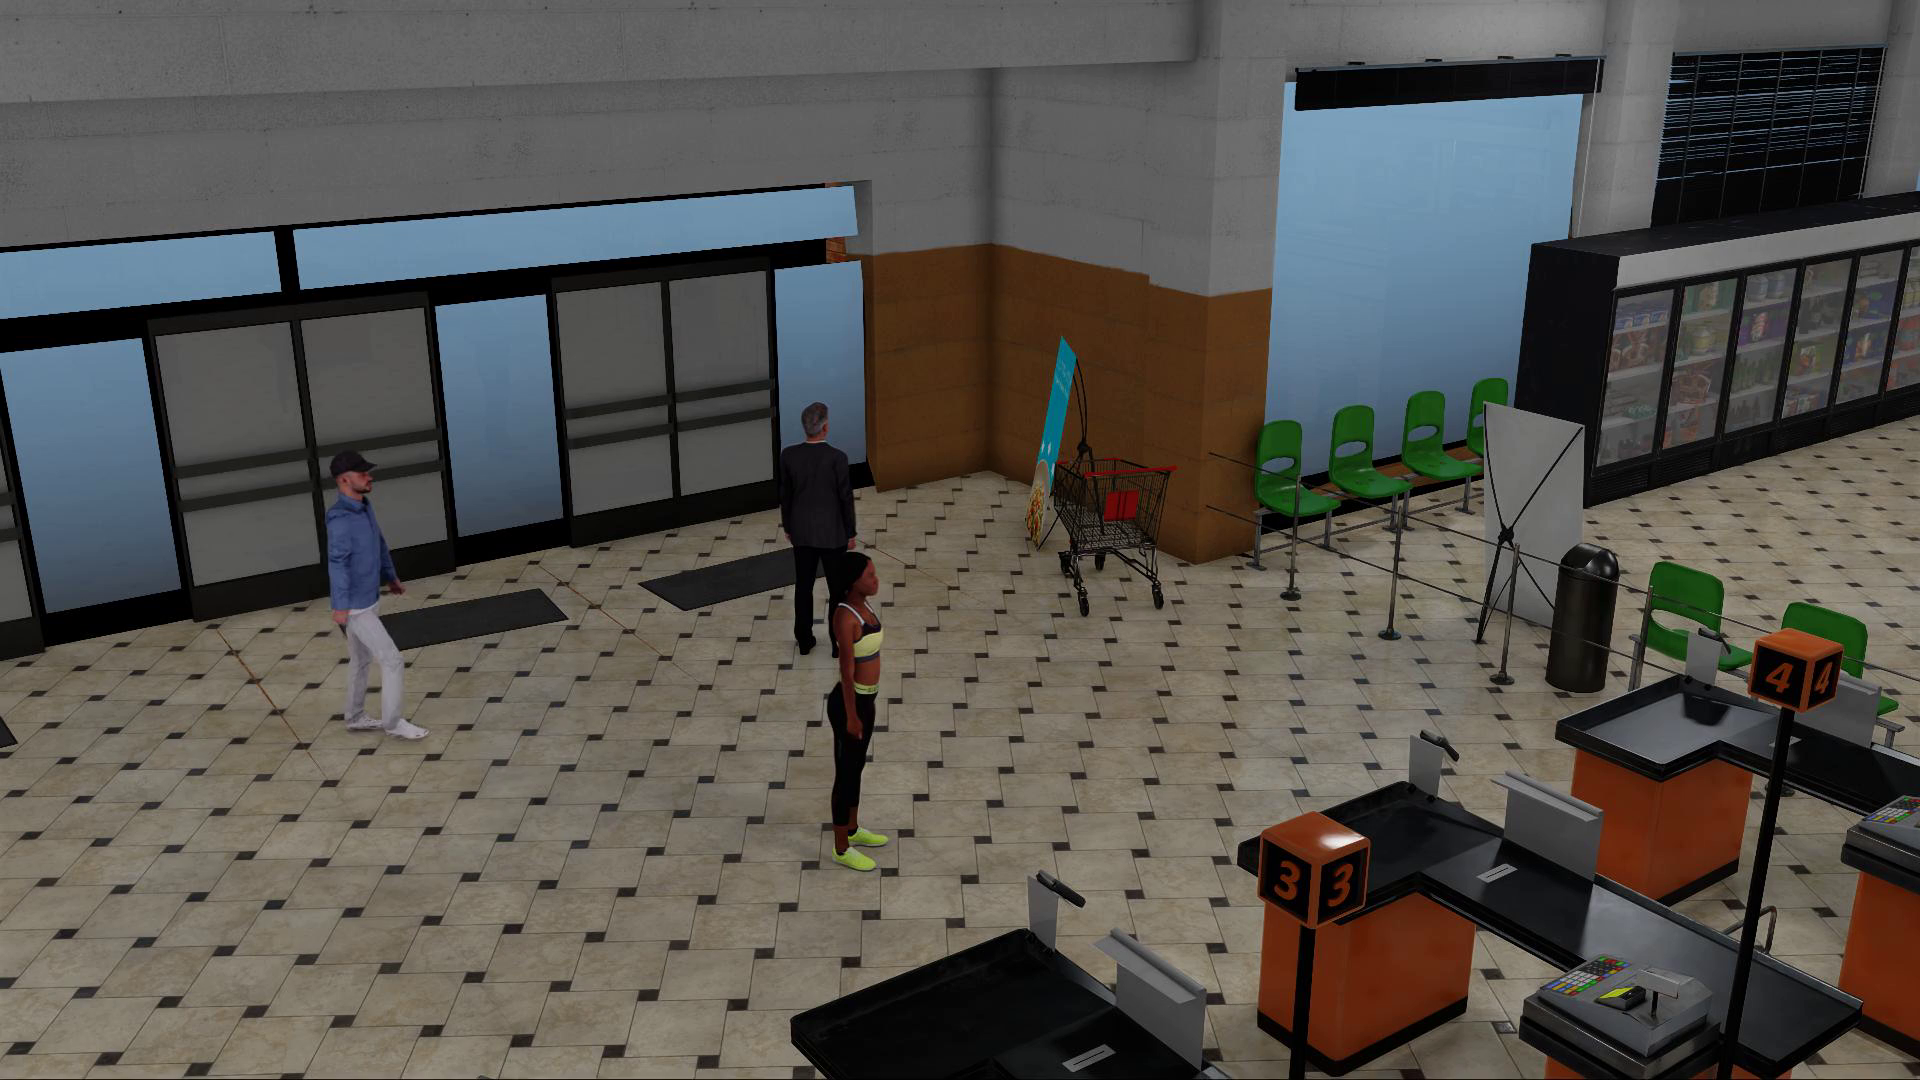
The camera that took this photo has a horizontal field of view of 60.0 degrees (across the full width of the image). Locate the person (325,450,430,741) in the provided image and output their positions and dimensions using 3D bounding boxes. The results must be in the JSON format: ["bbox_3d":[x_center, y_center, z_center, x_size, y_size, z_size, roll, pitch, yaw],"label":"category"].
[{"bbox_3d":[-3.825,0.353,10.371,0.931,1.867,0.891,-2,19,-6],"label":"person"}]

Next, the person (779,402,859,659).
[{"bbox_3d":[-0.985,-0.074,11.677,0.776,1.842,0.870,6,19,16],"label":"person"}]

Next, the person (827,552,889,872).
[{"bbox_3d":[-0.582,0.897,8.939,0.689,1.753,0.642,5,19,14],"label":"person"}]
